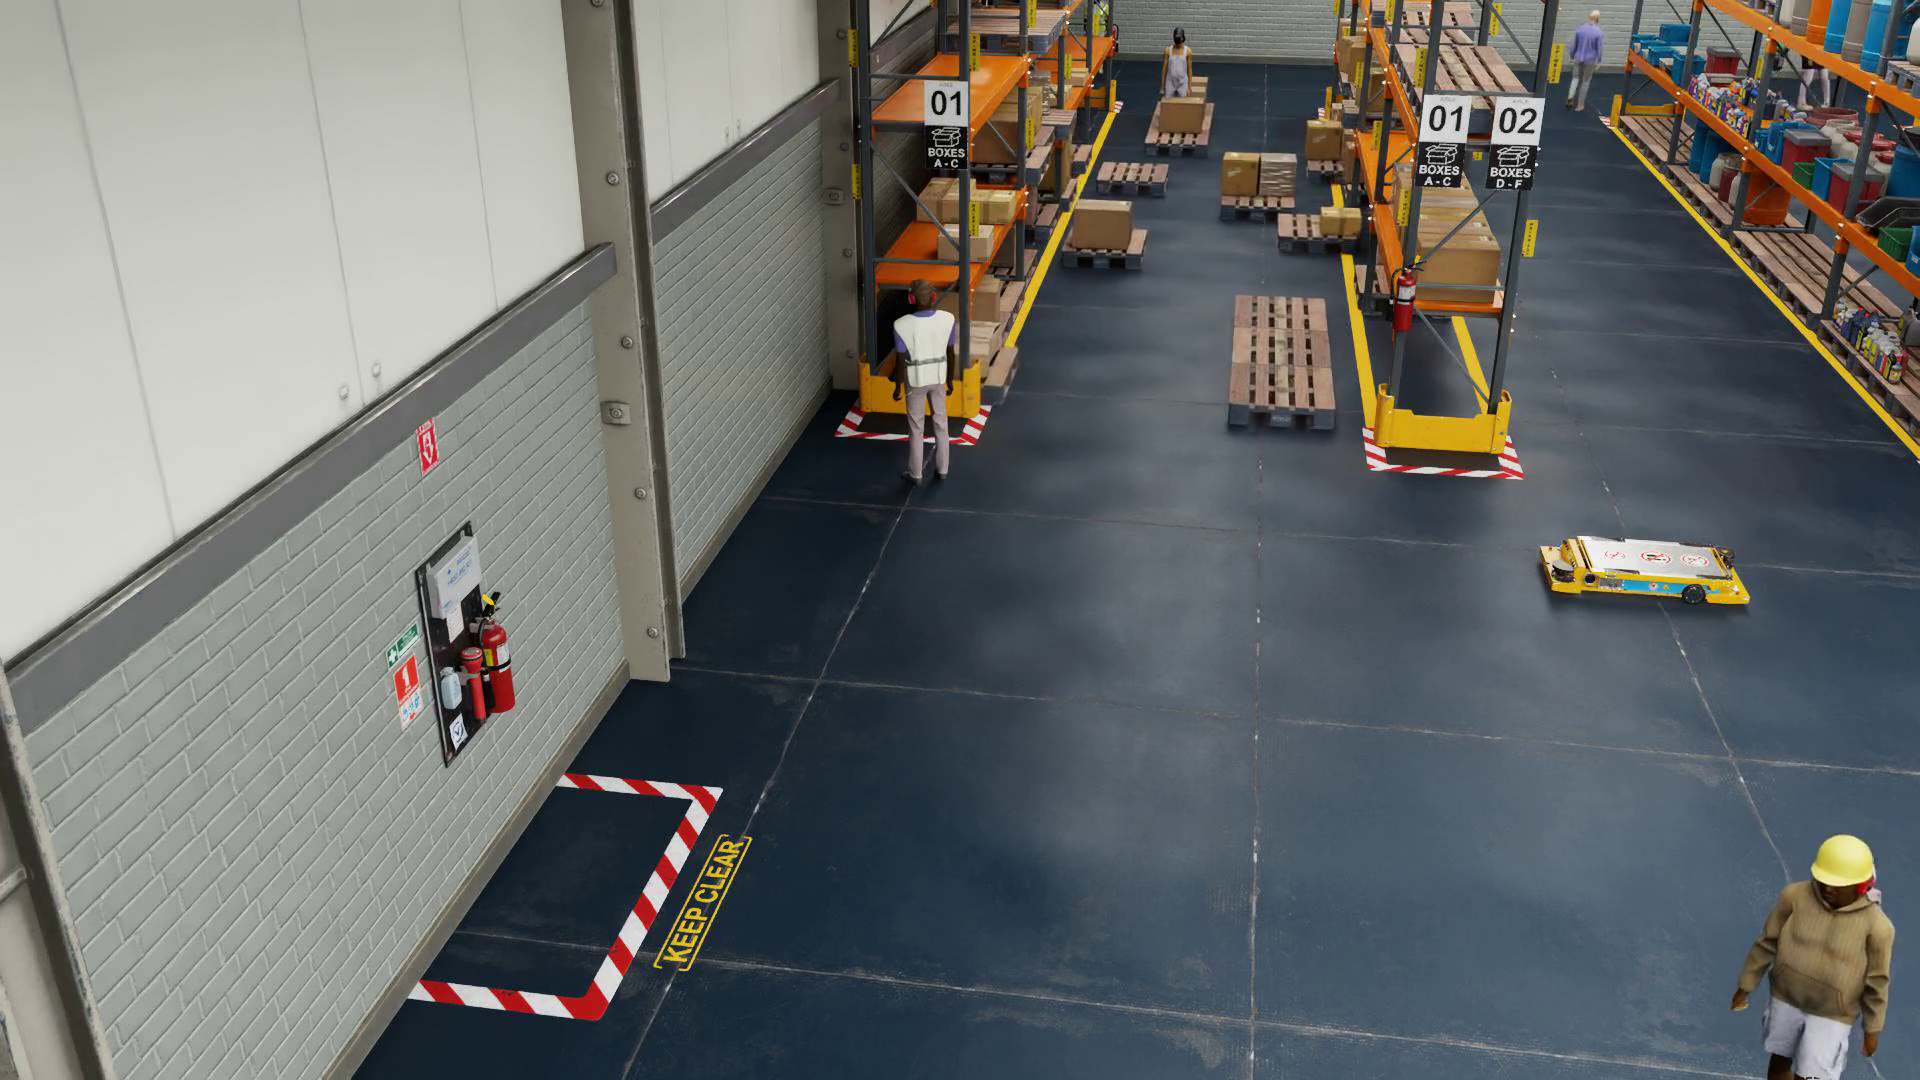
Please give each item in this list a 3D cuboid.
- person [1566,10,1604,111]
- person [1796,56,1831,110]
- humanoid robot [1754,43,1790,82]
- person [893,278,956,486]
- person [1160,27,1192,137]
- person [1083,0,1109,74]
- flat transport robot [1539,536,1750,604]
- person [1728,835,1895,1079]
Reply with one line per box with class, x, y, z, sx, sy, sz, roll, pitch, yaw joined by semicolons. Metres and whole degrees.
person;11.322;-8.682;30.152;0.615;1.779;0.475;18;31;34
person;15.663;-8.754;30.283;0.680;1.810;0.475;1;25;2
humanoid robot;14.446;-8.513;29.912;0.837;1.821;0.532;-2;25;-5
person;-0.304;-1.355;14.406;0.562;1.837;0.391;-10;27;-20
person;3.599;-7.575;27.688;0.529;1.861;0.383;4;25;9
person;2.760;-10.355;33.831;0.540;1.695;0.316;4;25;9
flat transport robot;5.279;0.231;12.864;1.431;0.231;0.659;4;25;9
person;3.670;2.044;7.237;0.574;1.743;0.565;-21;32;-38
